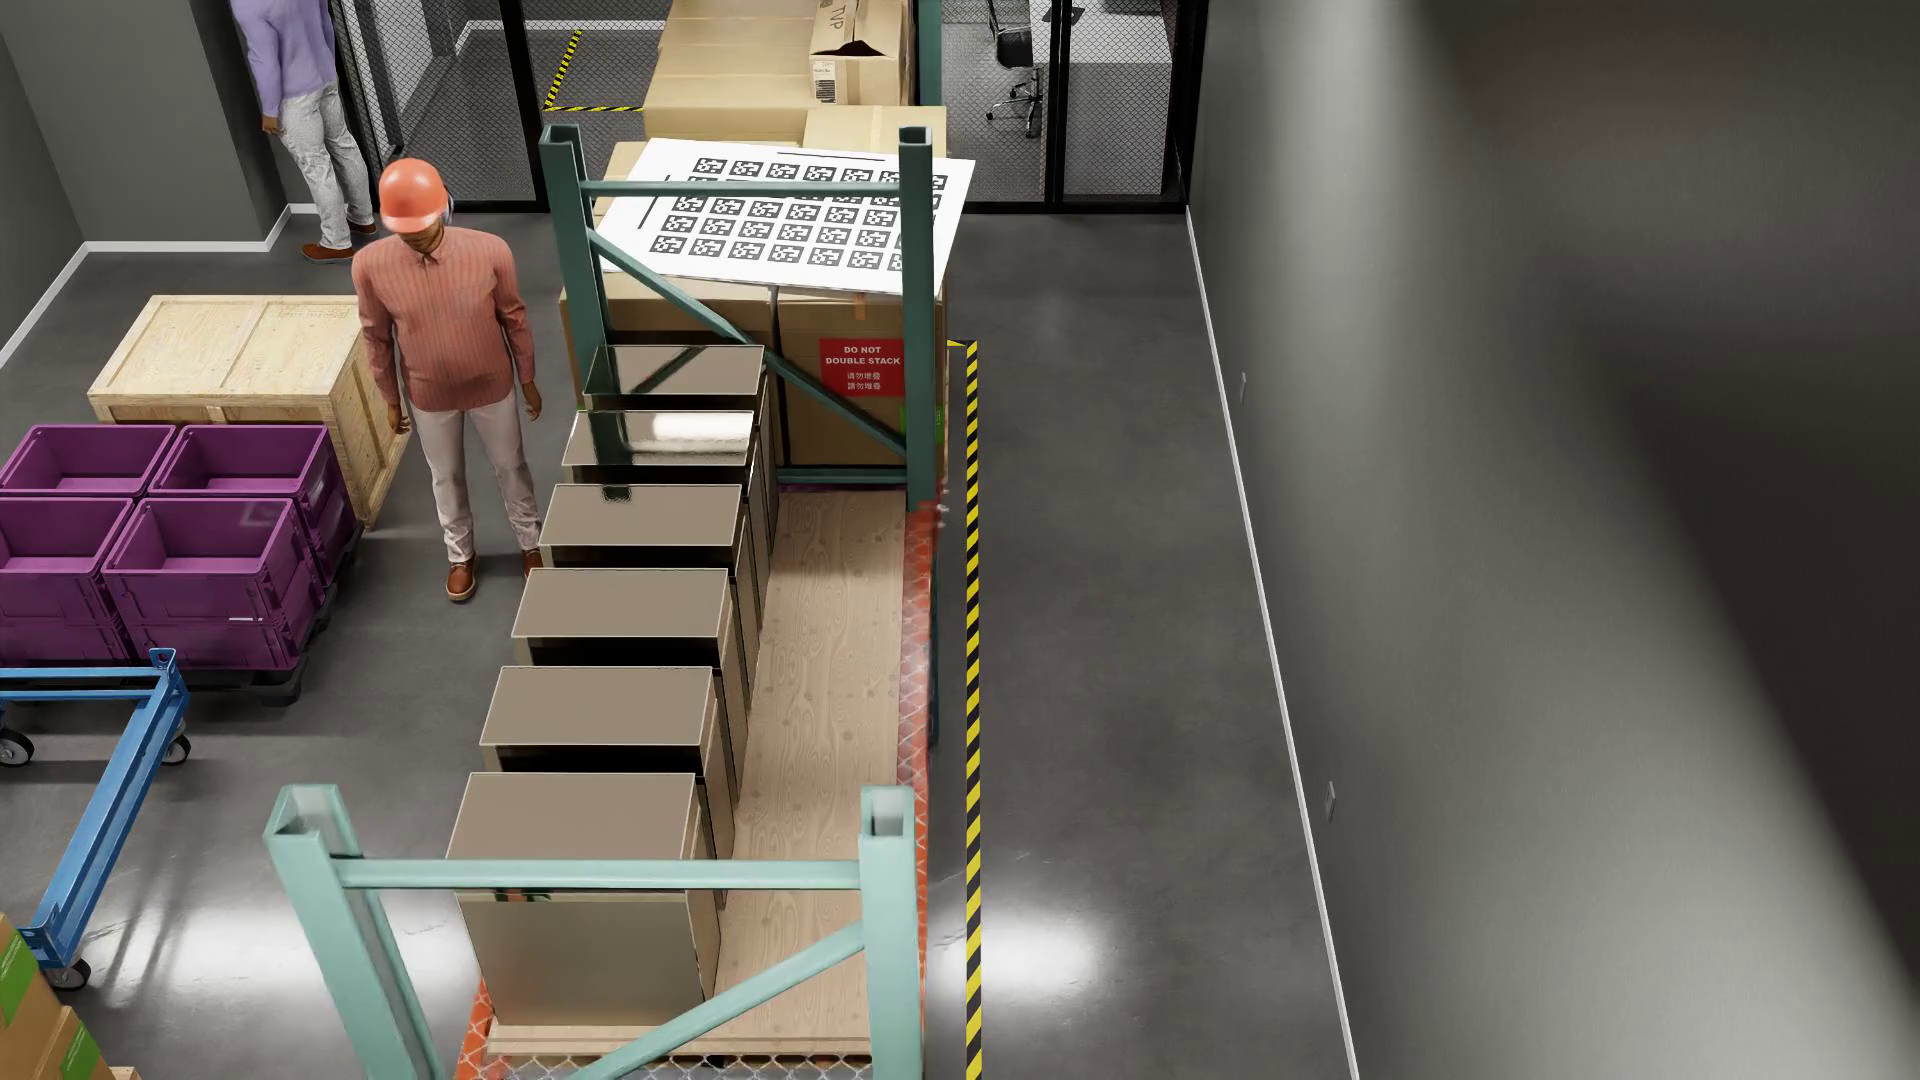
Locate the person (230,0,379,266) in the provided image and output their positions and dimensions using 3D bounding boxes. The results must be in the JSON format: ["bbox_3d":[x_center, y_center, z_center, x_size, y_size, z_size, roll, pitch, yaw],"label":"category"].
[{"bbox_3d":[-3.398,-2.337,8.558,0.372,1.940,0.631,11,42,12],"label":"person"}]

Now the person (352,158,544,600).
[{"bbox_3d":[-1.967,-0.601,6.532,0.622,1.990,0.397,-9,42,-11],"label":"person"}]
